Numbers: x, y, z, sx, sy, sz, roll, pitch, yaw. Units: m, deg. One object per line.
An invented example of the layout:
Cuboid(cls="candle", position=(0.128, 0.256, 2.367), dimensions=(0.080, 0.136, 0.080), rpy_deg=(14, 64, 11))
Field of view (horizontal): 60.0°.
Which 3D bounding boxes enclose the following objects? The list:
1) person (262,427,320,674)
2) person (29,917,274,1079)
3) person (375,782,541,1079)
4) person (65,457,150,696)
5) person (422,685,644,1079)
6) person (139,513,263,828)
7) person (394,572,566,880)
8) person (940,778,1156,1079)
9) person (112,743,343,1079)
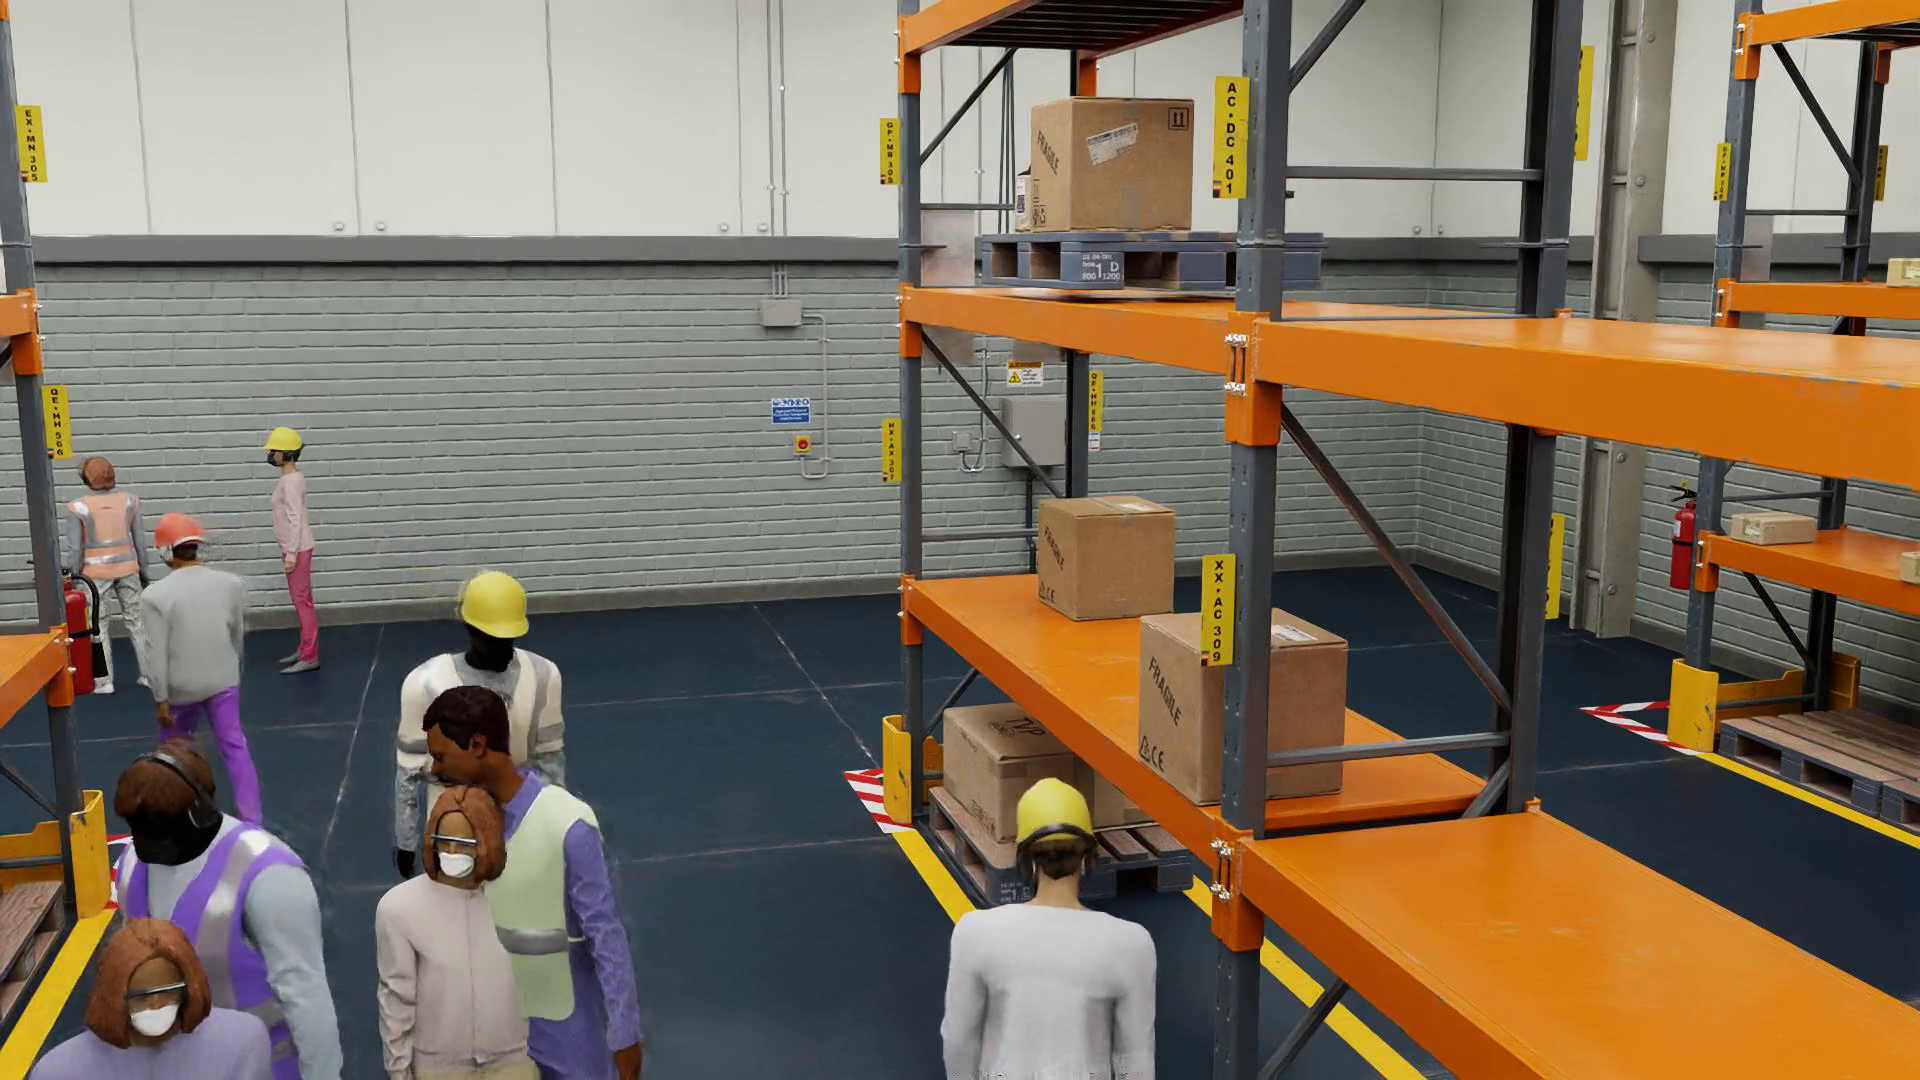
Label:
Cuboid(cls="person", position=(-4.798, 0.071, 11.943), dimensions=(0.309, 1.772, 0.525), rpy_deg=(-4, 11, -22))
Cuboid(cls="person", position=(-1.747, 1.606, 3.701), dimensions=(0.504, 1.578, 0.857), rpy_deg=(-7, 12, -34))
Cuboid(cls="person", position=(-1.311, 1.438, 4.538), dimensions=(0.501, 1.631, 0.285), rpy_deg=(-4, 11, -21))
Cuboid(cls="person", position=(-5.806, 0.251, 11.338), dimensions=(0.333, 1.624, 0.573), rpy_deg=(8, 13, 39))
Cuboid(cls="person", position=(-1.126, 1.305, 4.659), dimensions=(0.670, 1.866, 0.515), rpy_deg=(5, 11, 28))
Cuboid(cls="person", position=(-3.915, 0.704, 8.530), dimensions=(0.922, 1.699, 0.584), rpy_deg=(7, 12, 36))
Cuboid(cls="person", position=(-1.720, 1.039, 6.067), dimensions=(0.606, 1.892, 0.516), rpy_deg=(-8, 13, -40))
Cuboid(cls="person", position=(0.223, 1.464, 4.221), dimensions=(0.537, 1.687, 0.913), rpy_deg=(1, 10, 6))
Cuboid(cls="person", position=(-1.954, 1.401, 4.280), dimensions=(0.646, 1.796, 0.828), rpy_deg=(6, 12, 32))
